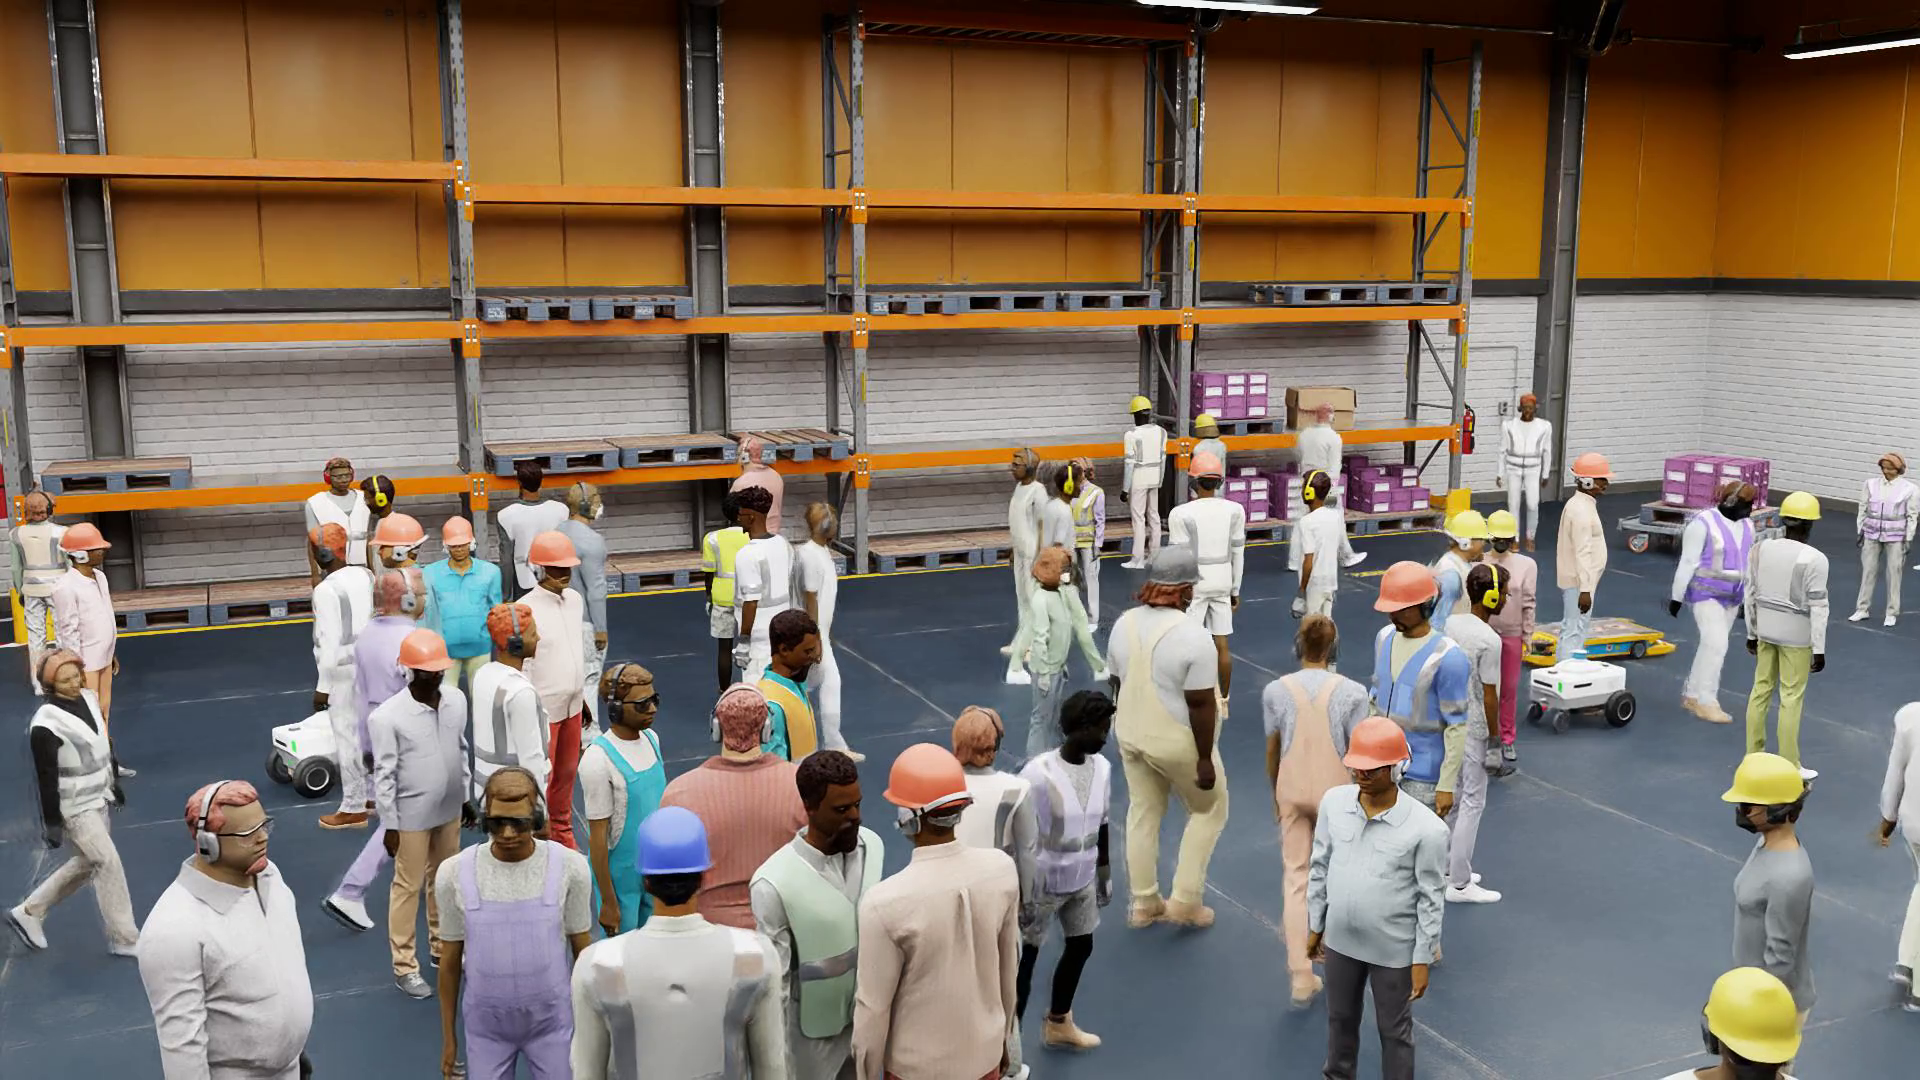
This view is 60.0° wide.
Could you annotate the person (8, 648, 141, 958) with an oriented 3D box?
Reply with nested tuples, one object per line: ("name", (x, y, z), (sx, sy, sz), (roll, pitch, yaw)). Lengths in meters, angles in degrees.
("person", (-4.352, 1.299, 8.182), (0.713, 1.600, 0.529), (-1, 10, -5))

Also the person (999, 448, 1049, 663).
("person", (0.572, 0.125, 14.254), (0.345, 1.847, 0.506), (-4, 11, -22))

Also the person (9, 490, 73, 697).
("person", (-7.176, 0.430, 13.089), (0.514, 1.642, 0.310), (0, 10, -2))

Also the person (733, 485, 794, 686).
("person", (-1.327, 0.608, 11.124), (0.364, 1.964, 0.612), (4, 11, 21))

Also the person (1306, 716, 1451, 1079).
("person", (1.580, 1.530, 6.424), (0.562, 1.752, 0.324), (9, 13, 42))

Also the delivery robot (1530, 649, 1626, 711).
("delivery robot", (4.577, 1.056, 12.326), (0.707, 0.478, 0.477), (-5, 11, -26))

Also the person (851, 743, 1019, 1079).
("person", (-0.082, 1.615, 5.272), (0.617, 1.986, 0.407), (-8, 13, -38))

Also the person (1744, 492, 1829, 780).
("person", (5.518, 0.634, 11.090), (0.376, 1.924, 0.595), (-4, 11, -24))

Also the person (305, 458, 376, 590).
("person", (-5.067, 0.233, 13.635), (0.373, 1.843, 0.572), (8, 13, 38))

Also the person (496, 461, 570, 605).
("person", (-3.244, 0.353, 12.733), (0.591, 1.919, 0.389), (-8, 13, -38))

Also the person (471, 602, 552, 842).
("person", (-2.090, 1.223, 7.825), (0.361, 1.883, 0.574), (-7, 12, -36))

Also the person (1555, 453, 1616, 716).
("person", (4.734, 0.327, 12.662), (0.381, 1.994, 0.617), (2, 10, 14))

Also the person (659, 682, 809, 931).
("person", (-0.805, 1.477, 6.294), (0.644, 1.907, 0.400), (-2, 10, -12))

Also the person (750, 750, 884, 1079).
("person", (-0.450, 1.610, 5.487), (0.376, 1.917, 0.600), (6, 12, 32))

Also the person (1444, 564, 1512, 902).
("person", (2.774, 1.039, 8.974), (0.348, 1.857, 0.521), (-2, 10, -12))

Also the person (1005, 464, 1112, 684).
("person", (0.836, 0.285, 13.452), (1.024, 1.805, 0.491), (-2, 10, -13))

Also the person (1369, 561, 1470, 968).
("person", (2.169, 1.097, 8.110), (0.398, 2.032, 0.615), (-5, 11, -25))

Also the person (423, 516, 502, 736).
("person", (-3.341, 0.704, 11.177), (0.561, 1.753, 0.330), (-4, 11, -22))

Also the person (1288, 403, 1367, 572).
("person", (4.015, -0.575, 18.262), (0.998, 1.853, 0.659), (-6, 12, -32))

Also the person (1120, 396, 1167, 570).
("person", (2.013, -0.627, 18.379), (0.585, 1.918, 0.377), (-7, 12, -36))

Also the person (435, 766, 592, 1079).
("person", (-1.475, 1.634, 5.583), (0.518, 1.840, 0.344), (-2, 10, -10))

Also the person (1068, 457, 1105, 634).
("person", (1.112, 0.043, 15.320), (0.514, 1.641, 0.308), (9, 13, 41))

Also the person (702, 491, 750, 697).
("person", (-1.692, 0.469, 12.705), (0.539, 1.693, 0.319), (0, 10, -1))

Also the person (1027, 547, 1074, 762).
("person", (0.588, 0.849, 10.695), (0.279, 1.633, 0.499), (3, 10, 18))

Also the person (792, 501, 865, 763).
("person", (-1.050, 0.638, 11.475), (0.735, 1.815, 0.555), (1, 10, 6))

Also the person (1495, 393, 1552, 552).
("person", (6.546, -0.771, 19.345), (0.592, 1.865, 0.541), (4, 11, 20))

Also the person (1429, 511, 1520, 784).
("person", (3.367, 0.708, 10.993), (0.857, 1.799, 0.619), (4, 11, 22))

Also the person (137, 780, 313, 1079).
("person", (-2.213, 1.671, 5.175), (0.407, 1.909, 0.638), (1, 10, 5))

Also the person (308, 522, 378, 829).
("person", (-3.750, 0.819, 10.139), (0.355, 1.887, 0.572), (1, 10, 8))

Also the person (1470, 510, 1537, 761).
("person", (3.688, 0.656, 11.454), (0.518, 1.756, 0.347), (1, 10, 7))

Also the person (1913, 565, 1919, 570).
("person", (10.680, -0.490, 18.126), (0.344, 1.738, 0.484), (-1, 10, -8))

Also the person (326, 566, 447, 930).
("person", (-2.947, 1.070, 8.759), (0.941, 1.876, 0.640), (-9, 13, -42))

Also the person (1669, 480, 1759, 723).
("person", (5.725, 0.463, 12.435), (0.689, 1.804, 0.682), (-4, 11, -24))

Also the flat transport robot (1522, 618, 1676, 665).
("flat transport robot", (5.432, 0.871, 14.490), (1.431, 0.197, 0.652), (-4, 10, -19))

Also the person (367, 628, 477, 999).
("person", (-2.515, 1.273, 7.907), (0.341, 1.750, 0.566), (6, 11, 29))

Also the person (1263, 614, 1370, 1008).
("person", (1.733, 1.249, 7.981), (0.572, 1.772, 0.976), (3, 10, 17))

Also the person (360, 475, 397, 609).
("person", (-4.248, 0.437, 12.408), (0.335, 1.864, 0.519), (-4, 11, -21))

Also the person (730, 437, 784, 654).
("person", (-1.798, 0.055, 14.479), (0.399, 1.910, 0.643), (5, 11, 26))

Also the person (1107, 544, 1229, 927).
("person", (1.099, 1.012, 8.583), (0.561, 2.000, 0.705), (-8, 13, -40))

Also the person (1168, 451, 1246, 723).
("person", (1.800, 0.362, 12.324), (0.605, 2.044, 0.375), (-3, 10, -17))

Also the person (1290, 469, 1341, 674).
("person", (2.689, 0.394, 12.633), (0.330, 1.872, 0.512), (9, 13, 41))

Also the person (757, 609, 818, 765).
("person", (-0.802, 1.251, 7.572), (0.386, 1.913, 0.595), (0, 10, -1))

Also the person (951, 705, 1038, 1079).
("person", (0.069, 1.500, 6.925), (0.516, 1.640, 0.314), (2, 10, 13))

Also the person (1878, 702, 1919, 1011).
("person", (4.580, 1.321, 7.660), (0.432, 1.735, 0.597), (-4, 11, -24))

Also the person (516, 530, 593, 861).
("person", (-2.238, 0.927, 9.207), (0.396, 1.992, 0.623), (4, 11, 21))

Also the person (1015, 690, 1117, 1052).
("person", (0.367, 1.460, 7.092), (0.676, 1.669, 0.325), (-7, 12, -36))

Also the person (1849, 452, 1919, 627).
("person", (8.696, -0.012, 15.639), (0.311, 1.640, 0.512), (-9, 13, -41))

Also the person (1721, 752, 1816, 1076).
("person", (2.852, 1.616, 5.934), (0.343, 1.754, 0.531), (3, 10, 19))

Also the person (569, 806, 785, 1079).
("person", (-0.812, 1.720, 4.818), (0.612, 1.936, 0.421), (-2, 10, -13))

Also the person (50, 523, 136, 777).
("person", (-5.664, 0.758, 10.868), (0.330, 1.752, 0.564), (-1, 10, -5))

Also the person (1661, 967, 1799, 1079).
("person", (1.947, 1.910, 4.216), (0.523, 1.762, 0.335), (1, 10, 5))

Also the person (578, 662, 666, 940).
("person", (-1.351, 1.407, 6.871), (0.345, 1.846, 0.508), (3, 10, 16))

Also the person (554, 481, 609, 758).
("person", (-2.610, 0.556, 11.506), (0.377, 1.940, 0.629), (-8, 12, -37))

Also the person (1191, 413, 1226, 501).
("person", (2.732, -0.542, 18.443), (0.496, 1.724, 0.350), (-7, 12, -35))

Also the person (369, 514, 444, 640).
("person", (-3.216, 0.830, 9.757), (0.384, 1.996, 0.610), (-2, 10, -13))
